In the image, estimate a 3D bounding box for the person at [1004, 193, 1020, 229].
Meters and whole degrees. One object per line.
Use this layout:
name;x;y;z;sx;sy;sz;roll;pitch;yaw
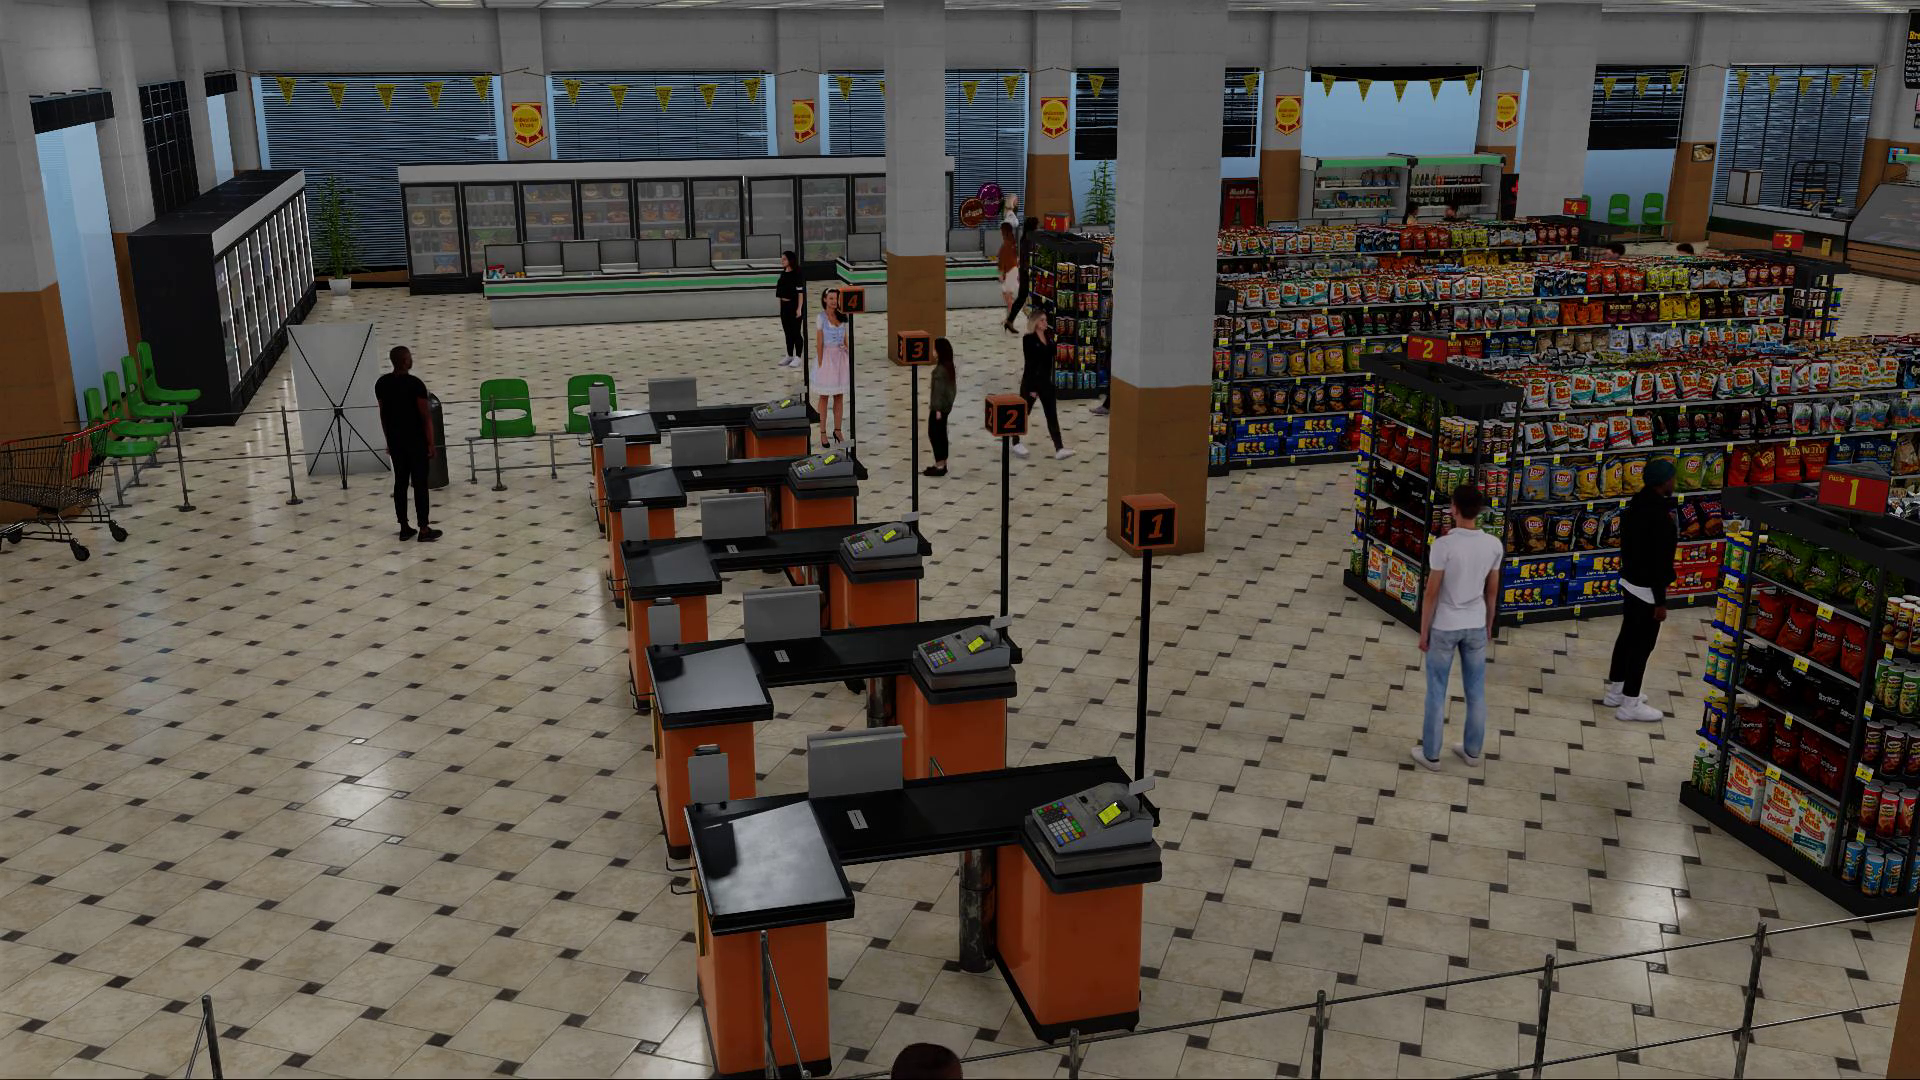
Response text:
person;0.913;-5.514;30.711;0.528;1.748;0.574;-3;17;-9

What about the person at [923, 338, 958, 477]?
person;-0.162;-1.418;17.688;0.714;1.475;0.692;4;17;14

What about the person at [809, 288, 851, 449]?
person;-1.457;-1.968;18.912;0.781;1.818;0.865;-12;20;-34

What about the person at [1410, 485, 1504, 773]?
person;3.160;0.560;10.532;0.488;1.849;0.717;-3;17;-10

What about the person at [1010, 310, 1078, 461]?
person;0.767;-1.678;18.268;1.097;1.638;1.173;15;23;41

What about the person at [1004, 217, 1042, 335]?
person;0.973;-4.062;25.854;1.177;1.791;0.730;-2;17;-7

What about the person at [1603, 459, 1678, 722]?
person;4.660;0.326;11.356;0.666;1.818;0.716;0;17;-2

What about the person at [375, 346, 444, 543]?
person;-5.105;-0.892;15.367;0.671;1.819;0.805;4;17;14

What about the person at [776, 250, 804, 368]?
person;-2.386;-3.279;23.537;0.712;1.639;0.746;14;22;39

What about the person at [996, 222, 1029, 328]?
person;0.864;-4.204;26.487;1.054;1.694;0.916;7;18;22

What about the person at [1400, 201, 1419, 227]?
person;7.759;-4.955;28.793;0.575;1.793;0.632;-7;18;-23
